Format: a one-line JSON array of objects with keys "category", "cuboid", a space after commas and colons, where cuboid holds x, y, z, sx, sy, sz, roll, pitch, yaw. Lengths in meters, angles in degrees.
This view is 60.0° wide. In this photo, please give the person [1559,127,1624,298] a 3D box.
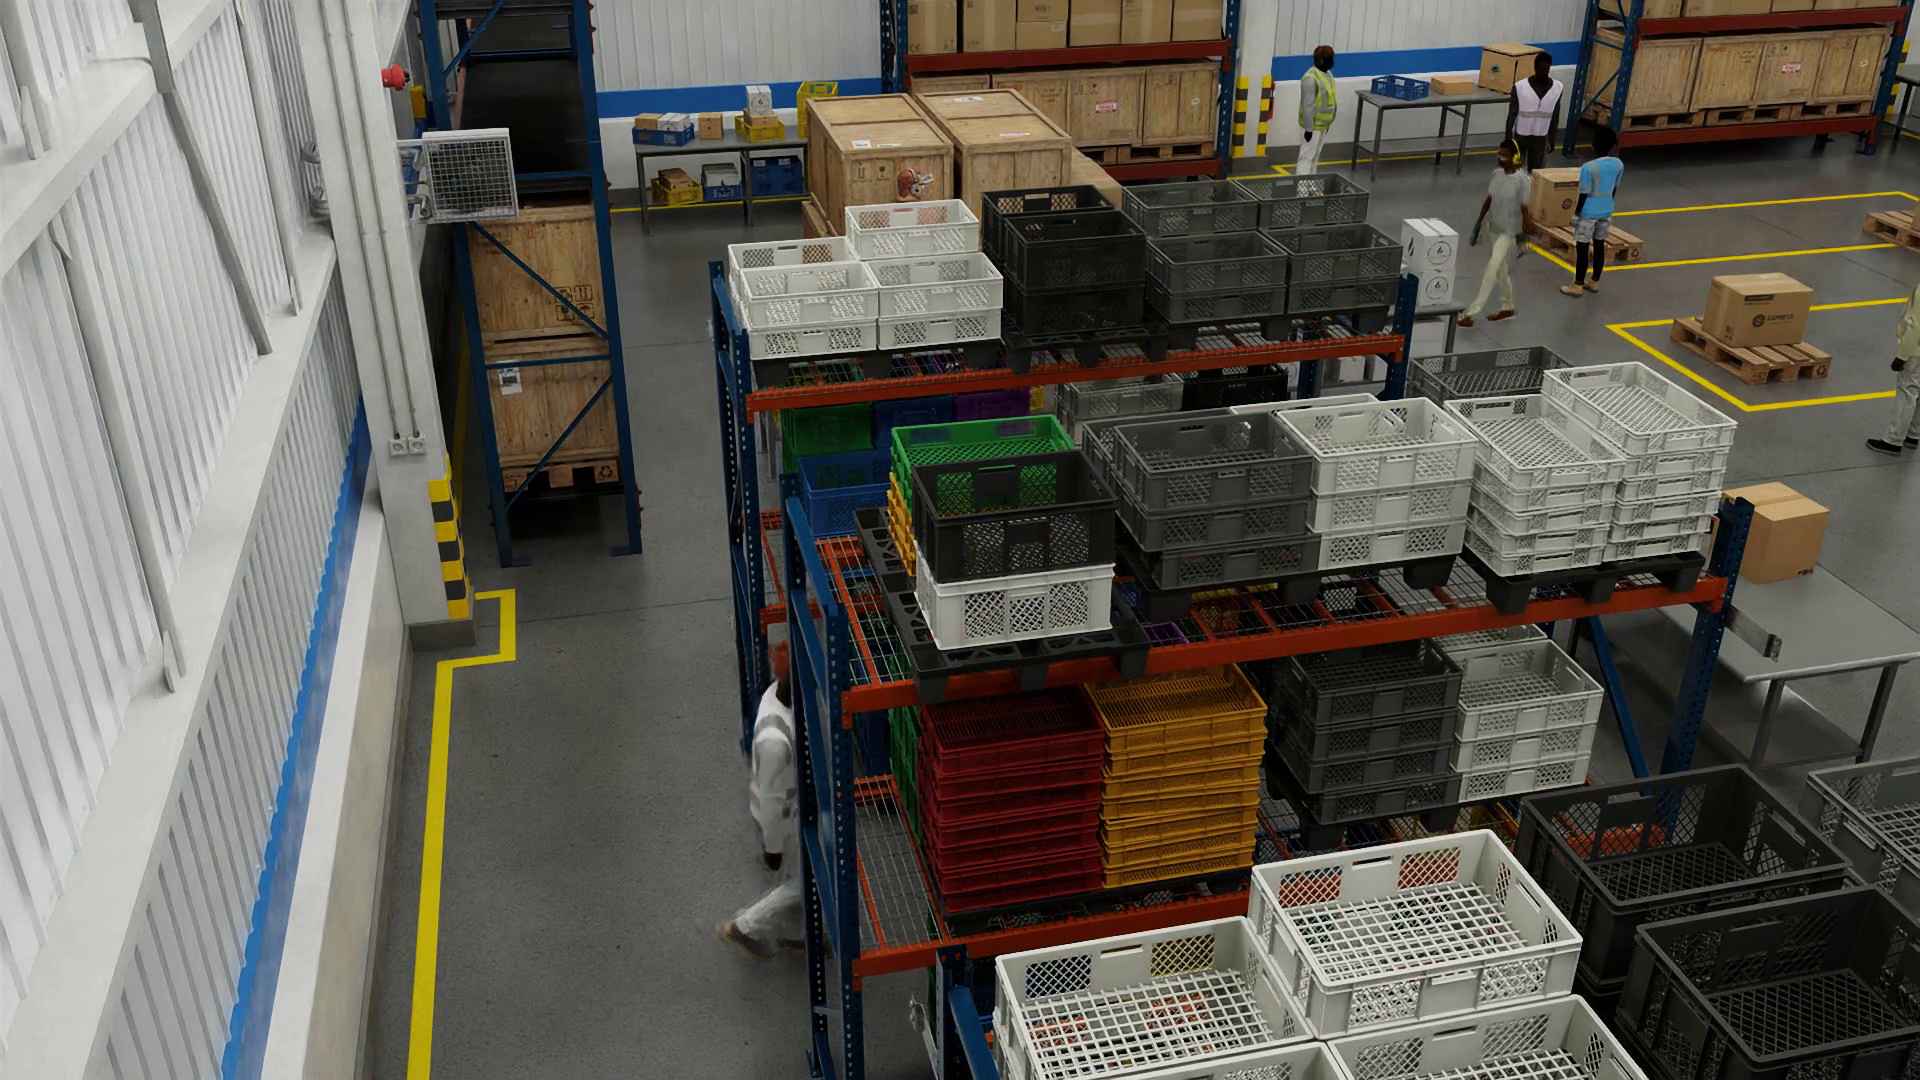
[{"category": "person", "cuboid": [6.374, -3.294, 16.746, 0.537, 1.695, 0.320, -14, 31, -24]}]

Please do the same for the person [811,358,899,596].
[{"category": "person", "cuboid": [-0.688, -0.323, 10.887, 0.645, 1.907, 0.504, 16, 32, 28]}]

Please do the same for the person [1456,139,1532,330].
[{"category": "person", "cuboid": [5.115, -2.927, 15.918, 0.884, 1.822, 0.534, -10, 30, -19]}]

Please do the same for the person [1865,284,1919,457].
[{"category": "person", "cuboid": [7.695, -1.563, 13.317, 0.588, 1.835, 0.404, -15, 31, -25]}]

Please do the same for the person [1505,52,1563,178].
[{"category": "person", "cuboid": [6.525, -4.621, 19.043, 0.593, 1.910, 0.385, -1, 28, -2]}]

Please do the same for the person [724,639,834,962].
[{"category": "person", "cuboid": [-0.854, 1.274, 7.894, 0.482, 1.869, 0.585, 1, 28, 1]}]

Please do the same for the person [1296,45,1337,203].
[{"category": "person", "cuboid": [4.214, -4.902, 19.645, 0.430, 1.845, 0.619, 15, 31, 27]}]

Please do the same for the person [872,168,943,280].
[{"category": "person", "cuboid": [-0.435, -2.341, 14.723, 0.640, 1.904, 0.401, 12, 30, 21]}]
